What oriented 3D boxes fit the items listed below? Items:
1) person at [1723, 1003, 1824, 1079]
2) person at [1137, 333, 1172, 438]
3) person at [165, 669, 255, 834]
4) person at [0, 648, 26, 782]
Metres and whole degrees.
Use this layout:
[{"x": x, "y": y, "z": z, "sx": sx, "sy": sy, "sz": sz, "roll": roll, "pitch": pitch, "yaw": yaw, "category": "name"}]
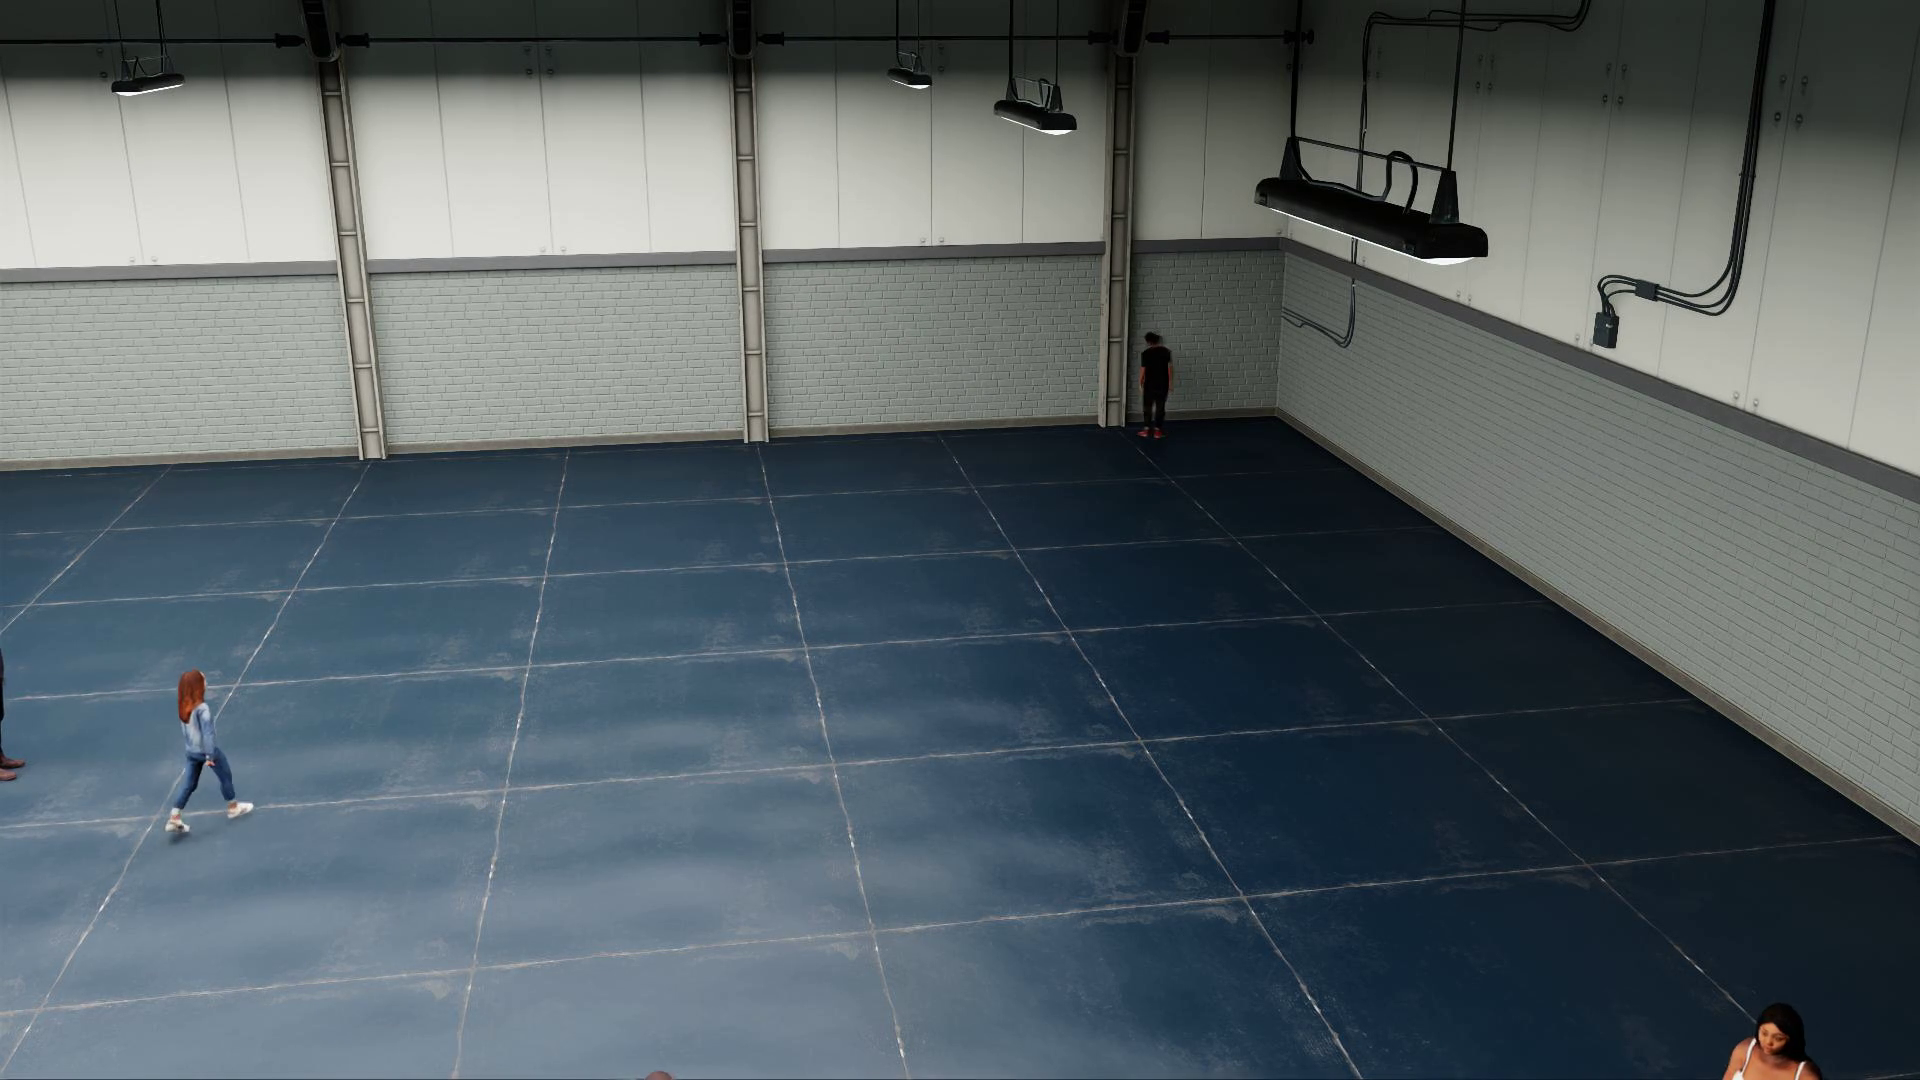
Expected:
[{"x": 4.459, "y": 3.309, "z": 9.151, "sx": 1.072, "sy": 1.787, "sz": 0.923, "roll": -13, "pitch": 22, "yaw": -36, "category": "person"}, {"x": 3.213, "y": -2.532, "z": 27.175, "sx": 0.619, "sy": 1.733, "sz": 0.786, "roll": 5, "pitch": 19, "yaw": 16, "category": "person"}, {"x": -6.569, "y": 1.825, "z": 14.241, "sx": 0.990, "sy": 1.456, "sz": 1.018, "roll": 10, "pitch": 21, "yaw": 29, "category": "person"}, {"x": -8.932, "y": 1.298, "z": 15.249, "sx": 0.559, "sy": 1.835, "sz": 0.692, "roll": -4, "pitch": 18, "yaw": -12, "category": "person"}]
